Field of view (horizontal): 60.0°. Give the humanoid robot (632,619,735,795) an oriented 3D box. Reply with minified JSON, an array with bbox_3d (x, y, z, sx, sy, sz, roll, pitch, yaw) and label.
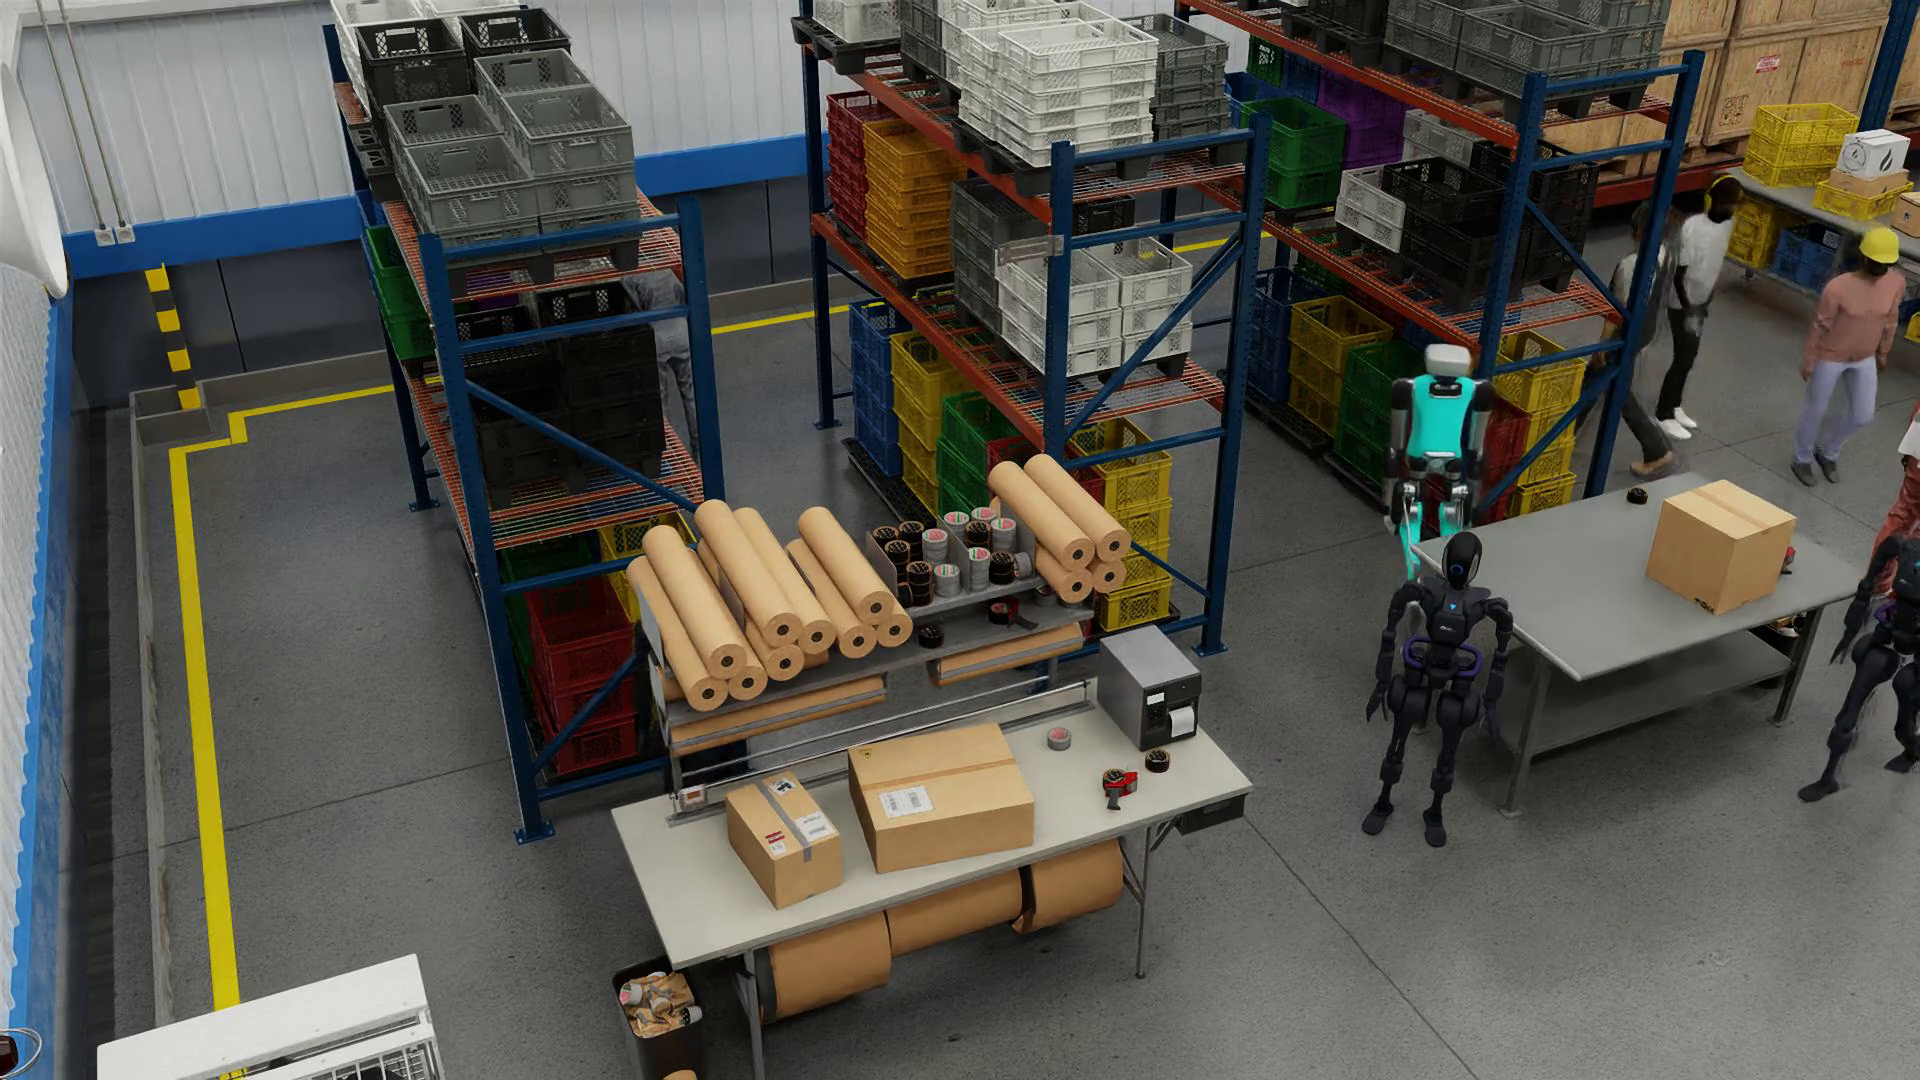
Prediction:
[{"bbox_3d":[-1.145,0.819,7.302,0.598,1.637,0.522,22,38,31],"label":"humanoid robot"}]

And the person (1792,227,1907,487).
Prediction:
[{"bbox_3d":[5.534,-1.122,10.370,0.558,1.746,0.418,-1,32,-1],"label":"person"}]

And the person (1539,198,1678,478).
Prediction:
[{"bbox_3d":[4.282,-1.283,10.602,0.915,1.786,0.549,26,40,36],"label":"person"}]

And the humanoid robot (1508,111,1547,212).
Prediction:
[{"bbox_3d":[4.277,-2.736,13.082,0.483,1.644,0.613,-10,33,-15],"label":"humanoid robot"}]

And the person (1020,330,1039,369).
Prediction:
[{"bbox_3d":[0.588,-2.210,11.892,0.442,2.030,0.620,15,35,23],"label":"person"}]

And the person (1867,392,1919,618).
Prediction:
[{"bbox_3d":[5.349,-0.412,9.078,0.400,1.911,0.585,-4,32,-6],"label":"person"}]

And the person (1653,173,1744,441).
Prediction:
[{"bbox_3d":[4.875,-1.522,10.956,0.513,1.846,0.489,-19,36,-27],"label":"person"}]

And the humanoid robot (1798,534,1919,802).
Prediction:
[{"bbox_3d":[4.480,0.516,7.845,0.743,1.650,0.588,-17,35,-25],"label":"humanoid robot"}]

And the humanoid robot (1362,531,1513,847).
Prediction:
[{"bbox_3d":[2.159,0.681,7.507,0.599,1.657,0.315,11,33,17],"label":"humanoid robot"}]

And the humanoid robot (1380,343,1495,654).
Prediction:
[{"bbox_3d":[2.484,-0.075,8.722,0.535,1.792,0.808,2,32,3],"label":"humanoid robot"}]

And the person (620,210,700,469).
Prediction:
[{"bbox_3d":[-1.898,-1.274,10.634,0.486,1.740,0.310,-15,35,-23],"label":"person"}]
